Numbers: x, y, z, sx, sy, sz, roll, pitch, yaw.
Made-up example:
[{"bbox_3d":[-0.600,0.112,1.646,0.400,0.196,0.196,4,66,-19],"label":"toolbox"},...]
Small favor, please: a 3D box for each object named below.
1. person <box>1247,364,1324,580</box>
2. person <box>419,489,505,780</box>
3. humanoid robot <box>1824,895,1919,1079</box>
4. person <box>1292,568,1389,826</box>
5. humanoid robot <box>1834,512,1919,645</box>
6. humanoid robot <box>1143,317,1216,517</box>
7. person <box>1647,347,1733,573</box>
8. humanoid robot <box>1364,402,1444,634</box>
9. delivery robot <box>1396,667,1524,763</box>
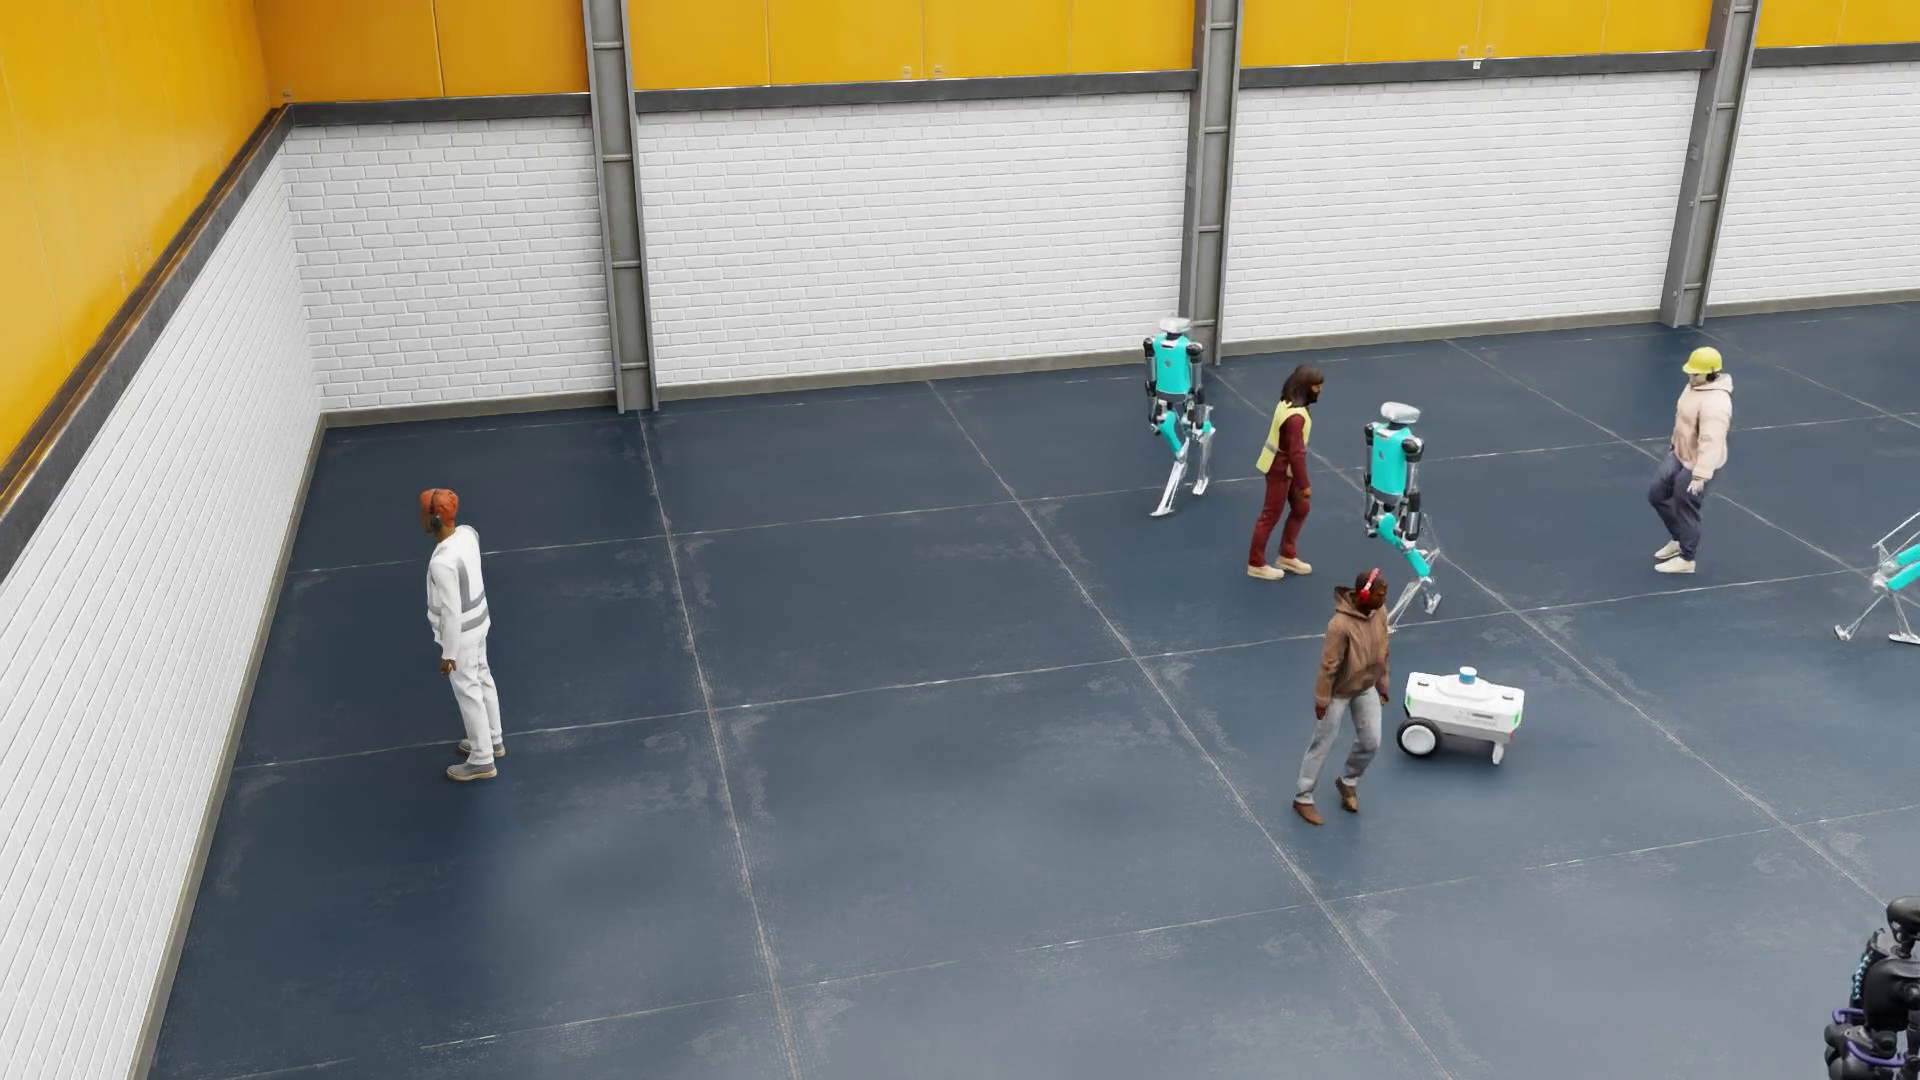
[{"bbox_3d":[2.480,-0.509,12.682,0.456,1.753,0.477,8,25,17],"label":"person"},{"bbox_3d":[-3.023,0.565,10.073,0.337,1.882,0.582,0,24,1],"label":"person"},{"bbox_3d":[3.767,2.147,6.765,0.717,1.631,0.593,3,24,7],"label":"humanoid robot"},{"bbox_3d":[2.246,0.883,9.661,0.495,1.637,0.340,-13,27,-27],"label":"person"},{"bbox_3d":[6.633,-0.024,11.690,0.836,1.859,0.545,9,25,19],"label":"humanoid robot"},{"bbox_3d":[1.919,-1.088,14.078,0.564,1.769,1.040,15,28,31],"label":"humanoid robot"},{"bbox_3d":[5.629,-0.607,12.786,0.488,1.839,0.879,2,24,5],"label":"person"},{"bbox_3d":[3.306,-0.150,11.950,0.858,1.834,0.556,-11,26,-24],"label":"humanoid robot"},{"bbox_3d":[3.152,1.090,10.553,0.785,0.613,0.520,9,25,19],"label":"delivery robot"}]
